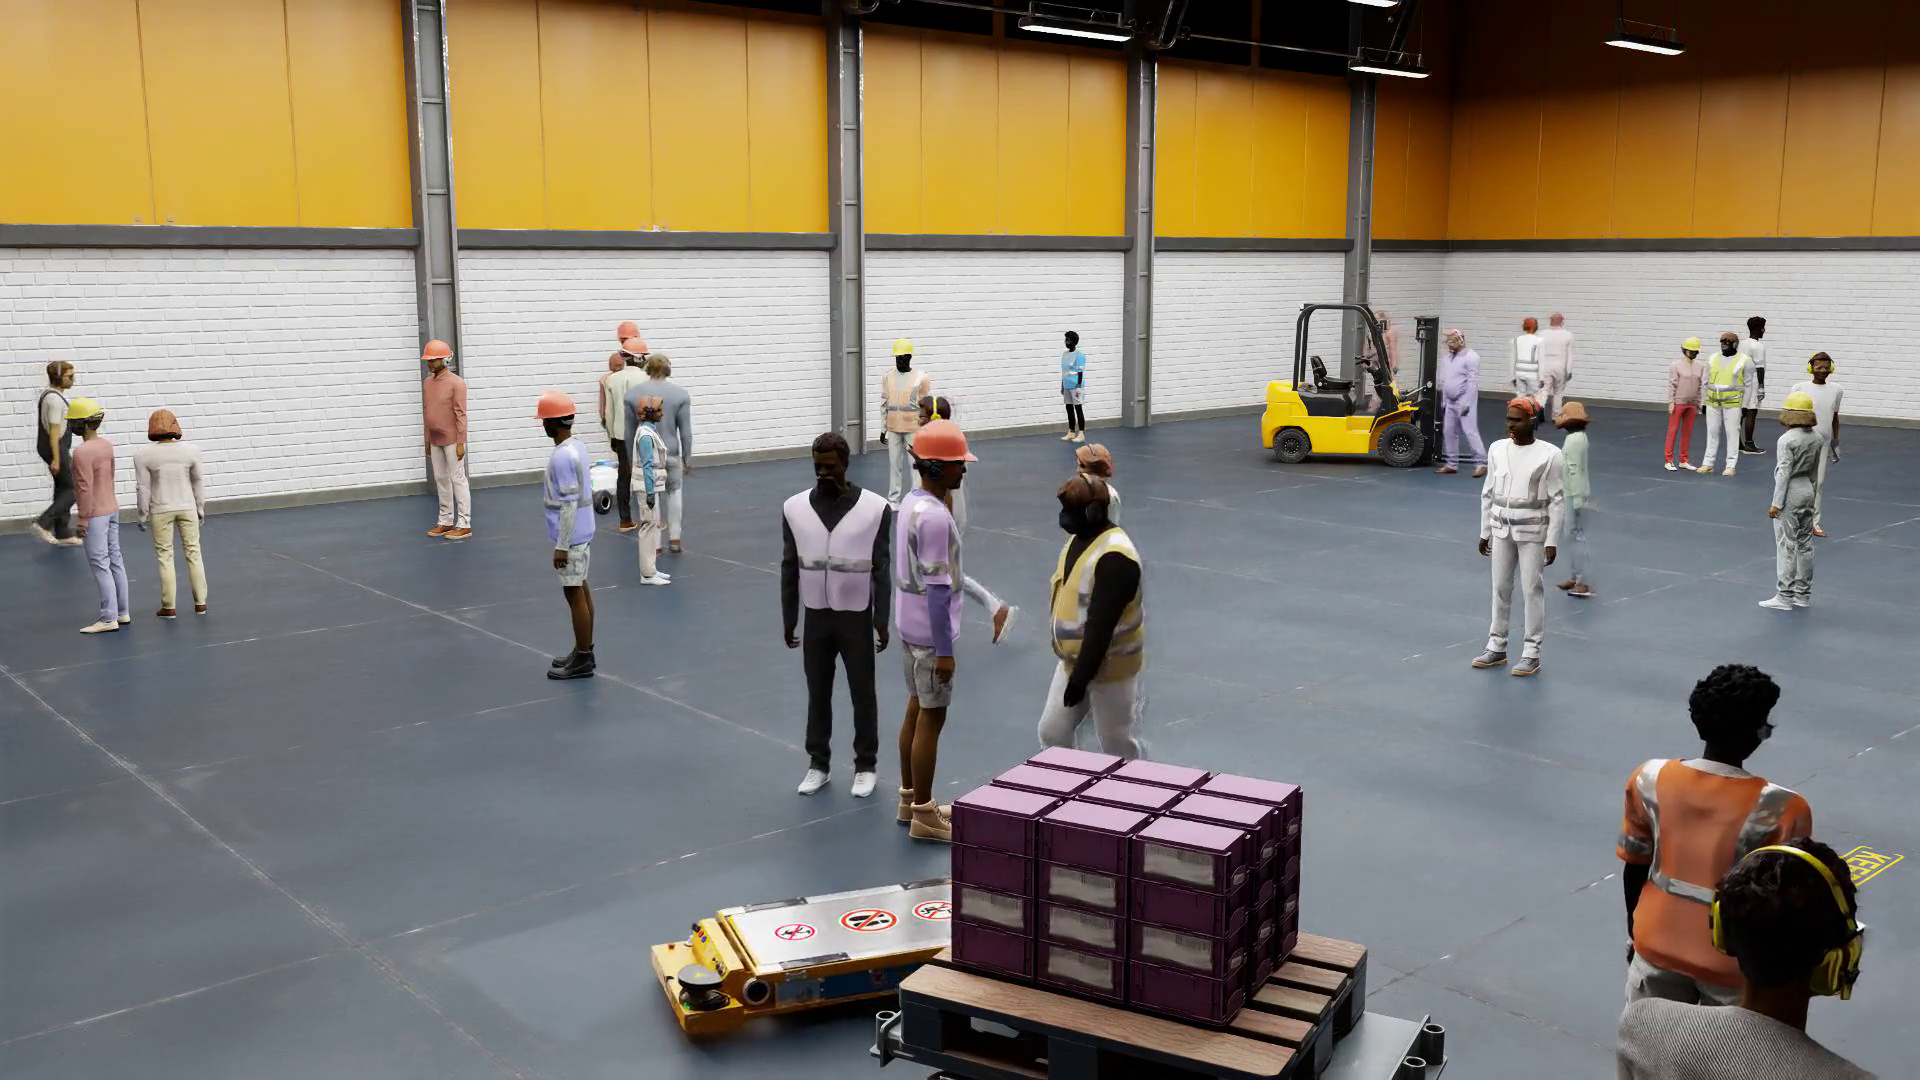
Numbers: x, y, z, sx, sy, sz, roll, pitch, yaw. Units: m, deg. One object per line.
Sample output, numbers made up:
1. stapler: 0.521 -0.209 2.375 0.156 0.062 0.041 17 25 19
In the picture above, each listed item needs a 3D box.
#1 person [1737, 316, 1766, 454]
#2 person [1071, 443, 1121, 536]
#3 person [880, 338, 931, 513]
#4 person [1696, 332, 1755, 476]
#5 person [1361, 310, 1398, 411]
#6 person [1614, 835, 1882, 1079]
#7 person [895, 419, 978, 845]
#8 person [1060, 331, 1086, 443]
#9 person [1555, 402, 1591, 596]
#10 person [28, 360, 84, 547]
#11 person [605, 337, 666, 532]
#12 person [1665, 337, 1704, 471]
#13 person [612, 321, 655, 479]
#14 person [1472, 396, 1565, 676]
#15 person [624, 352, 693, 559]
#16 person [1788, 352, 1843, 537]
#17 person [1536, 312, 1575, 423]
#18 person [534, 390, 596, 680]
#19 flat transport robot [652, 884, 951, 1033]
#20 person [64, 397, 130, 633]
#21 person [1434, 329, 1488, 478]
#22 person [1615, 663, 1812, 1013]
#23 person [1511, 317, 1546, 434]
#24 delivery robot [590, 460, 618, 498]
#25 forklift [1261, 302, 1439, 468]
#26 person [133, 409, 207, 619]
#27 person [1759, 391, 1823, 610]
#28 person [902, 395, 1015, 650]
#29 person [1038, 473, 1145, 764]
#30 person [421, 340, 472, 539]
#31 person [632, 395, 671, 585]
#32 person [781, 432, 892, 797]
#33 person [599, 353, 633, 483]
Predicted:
1. person: 11.292 -2.211 23.745 0.367 1.966 0.604 -1 10 -8
2. person: 0.863 0.197 10.607 0.310 1.639 0.514 -3 10 -17
3. person: -0.606 -1.222 18.069 0.585 1.929 0.370 4 10 22
4. person: 9.845 -1.748 21.403 0.430 1.845 0.624 -8 12 -39
5. person: 7.186 -3.038 28.877 0.906 1.866 0.661 -5 11 -27
6. person: 1.329 1.412 2.833 0.330 1.867 0.512 -8 13 -39
7. person: -0.110 0.435 8.031 0.391 2.041 0.615 -2 10 -12
8. person: 1.701 -2.322 25.201 0.320 1.692 0.534 -6 11 -31
9. person: 5.123 -0.342 13.874 0.400 1.596 0.638 4 11 24
10. person: -8.673 -0.814 15.974 0.449 1.827 0.535 -7 12 -35
11. person: -3.313 -1.068 16.981 0.613 1.991 0.391 3 10 19
12. person: 9.537 -1.777 21.842 0.530 1.763 0.381 -3 10 -17
13. person: -3.985 -1.679 20.473 0.711 2.031 0.454 3 10 15
14. person: 3.767 -0.029 11.211 0.337 1.882 0.583 -8 12 -39
15. person: -2.832 -0.797 15.626 0.650 1.910 0.657 -1 10 -6
16. person: 8.563 -0.956 16.683 0.528 1.869 0.313 1 10 6
17. person: 9.934 -2.872 27.862 0.650 1.886 0.749 5 11 28
18. person: -2.629 -0.033 11.092 0.376 1.934 0.547 -1 10 -3
19. flat transport robot: -0.429 1.585 6.477 1.431 0.197 0.652 -4 10 -20
20. person: -6.496 -0.185 12.472 0.319 1.767 0.534 -1 10 -5
21. person: 6.463 -1.747 21.294 0.536 1.884 0.815 -3 10 -17
22. person: 2.107 1.182 4.689 0.325 1.689 0.536 -8 13 -39
23. person: 8.937 -2.568 26.139 0.437 1.865 0.596 -8 13 -40
24. delivery robot: -3.974 -0.640 18.402 0.477 0.478 0.707 5 11 27
25. forklift: 5.320 -2.157 22.763 2.313 2.155 1.214 3 10 16
26. person: -6.146 -0.204 12.969 0.499 1.632 0.285 -8 12 -38
27. person: 6.647 -0.315 13.297 0.492 1.742 0.315 -6 11 -30
28. person: -0.011 -0.106 11.786 0.739 1.852 0.537 1 10 3
29. person: 0.564 0.594 7.749 0.628 1.818 0.629 -3 10 -19
30. person: -5.154 -1.004 16.625 0.614 1.987 0.407 7 12 35
31. person: -2.660 -0.426 14.283 0.310 1.631 0.509 -2 10 -9
32. person: -0.644 0.385 8.712 0.589 1.914 0.389 2 10 10
33. person: -4.174 -1.492 20.522 0.533 1.633 0.402 4 10 22
